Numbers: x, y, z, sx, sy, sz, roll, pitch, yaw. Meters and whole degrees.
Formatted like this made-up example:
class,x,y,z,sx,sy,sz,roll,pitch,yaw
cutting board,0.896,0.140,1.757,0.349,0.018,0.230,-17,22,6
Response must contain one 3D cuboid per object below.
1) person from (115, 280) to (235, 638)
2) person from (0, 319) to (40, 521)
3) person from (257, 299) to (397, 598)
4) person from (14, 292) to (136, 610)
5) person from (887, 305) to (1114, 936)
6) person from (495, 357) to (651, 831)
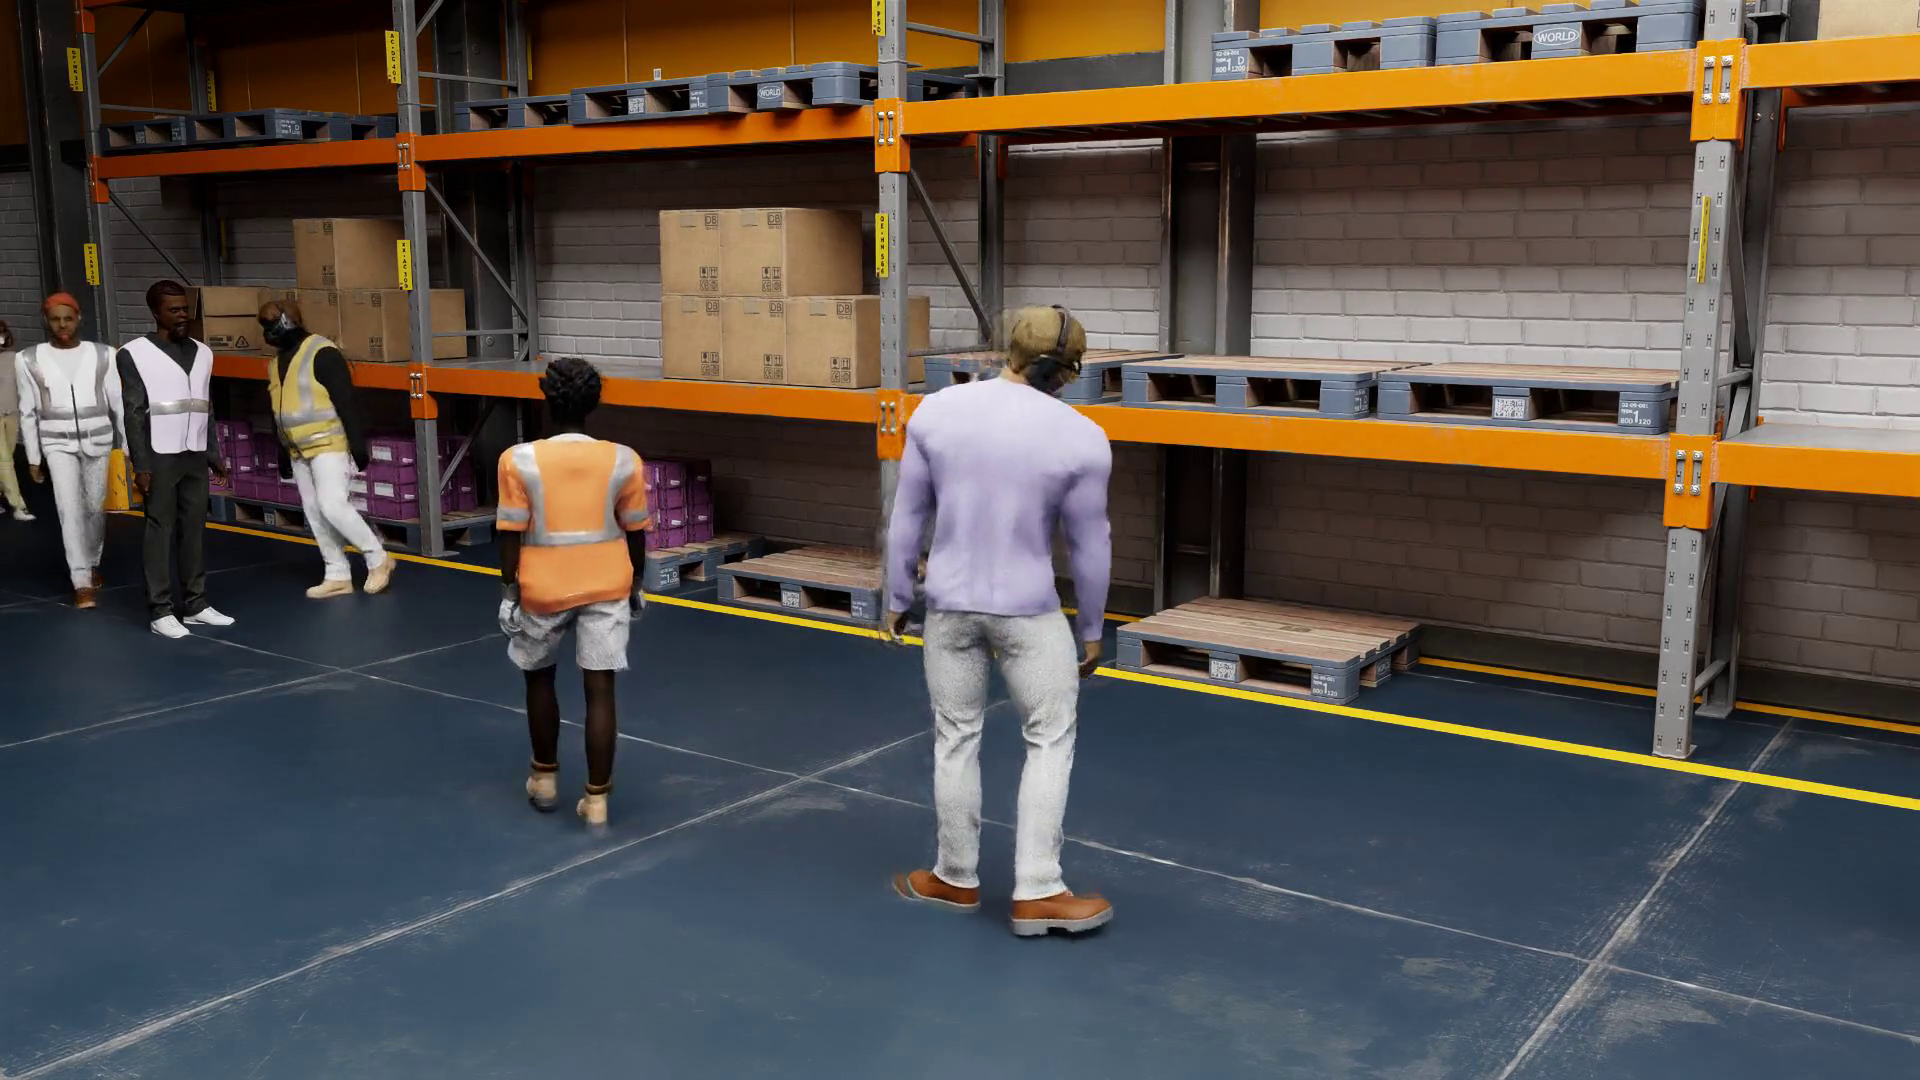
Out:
class,x,y,z,sx,sy,sz,roll,pitch,yaw
person,-4.274,-0.446,9.055,0.391,1.920,0.587,4,10,21
person,-7.579,-0.967,13.128,0.839,1.593,0.511,6,11,31
person,-3.819,-0.537,9.970,0.668,1.802,0.592,7,12,36
person,-5.279,-0.559,9.967,0.616,1.845,0.964,-6,11,-32
person,0.115,0.247,5.031,0.712,1.895,0.375,2,10,13
person,-1.410,0.177,6.039,0.561,1.672,0.665,-4,10,-21
